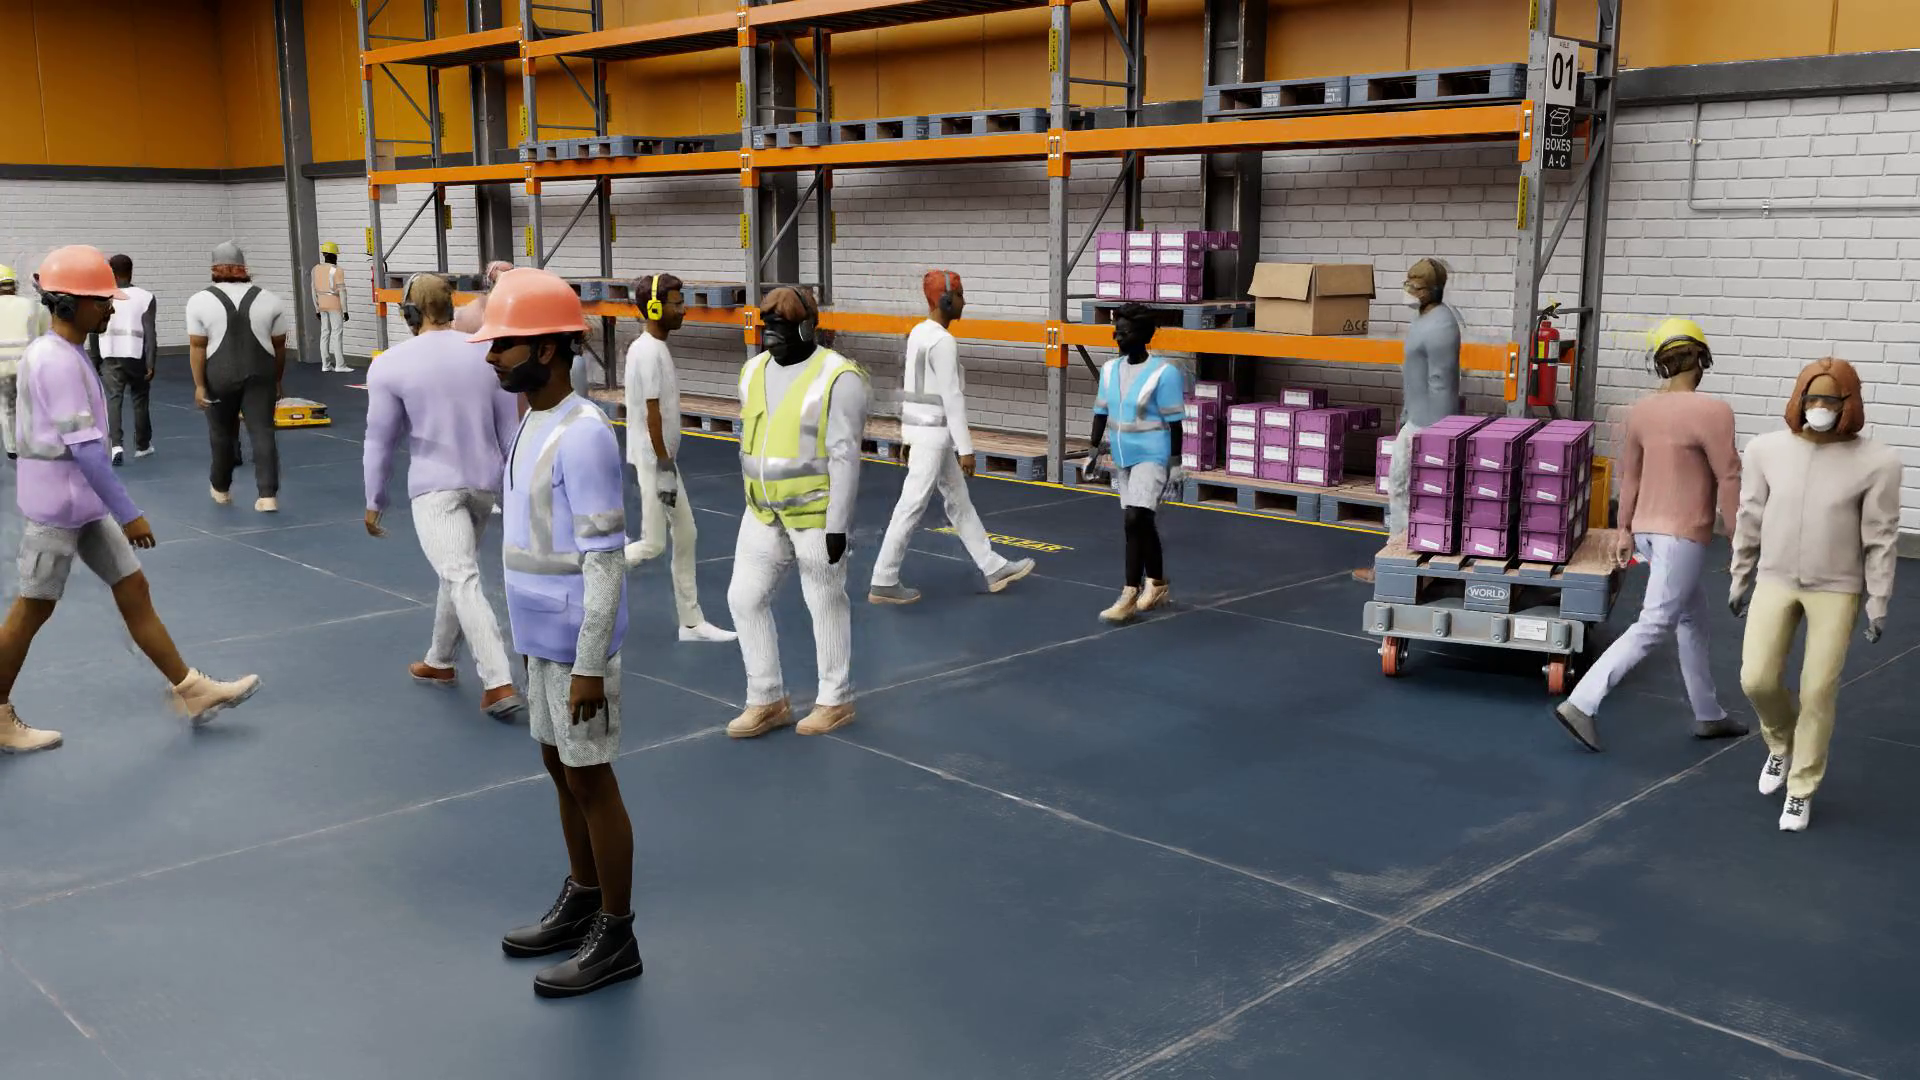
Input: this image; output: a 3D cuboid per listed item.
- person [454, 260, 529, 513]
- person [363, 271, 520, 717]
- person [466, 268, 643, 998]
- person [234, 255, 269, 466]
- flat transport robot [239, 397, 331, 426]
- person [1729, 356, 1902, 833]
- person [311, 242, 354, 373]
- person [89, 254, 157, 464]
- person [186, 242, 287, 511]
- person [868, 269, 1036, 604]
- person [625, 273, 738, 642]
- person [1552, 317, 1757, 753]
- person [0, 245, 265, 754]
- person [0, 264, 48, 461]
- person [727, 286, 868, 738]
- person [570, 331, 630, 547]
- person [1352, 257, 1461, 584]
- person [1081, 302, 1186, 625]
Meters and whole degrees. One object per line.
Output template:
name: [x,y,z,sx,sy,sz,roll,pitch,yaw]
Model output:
person: [-3.268,-1.051,11.781,0.985,1.863,0.668,8,13,36]
person: [-2.168,-0.202,7.126,0.647,1.882,1.041,-10,14,-43]
person: [-1.084,0.253,4.447,0.373,1.934,0.551,-6,12,-29]
person: [-6.287,-1.590,14.585,0.572,1.905,0.769,-3,11,-15]
flat transport robot: [-7.316,-1.385,17.927,0.652,0.197,1.431,-7,13,-35]
person: [2.892,0.182,5.668,0.514,1.616,0.378,8,13,37]
person: [-9.280,-3.436,24.589,0.594,1.924,0.382,4,11,22]
person: [-7.509,-1.626,14.917,0.604,1.866,1.008,-3,11,-14]
person: [-5.353,-1.245,12.334,0.686,2.000,1.032,-7,12,-32]
person: [-0.065,-0.557,9.146,1.003,1.827,0.611,-2,11,-12]
person: [-1.544,-0.378,8.147,0.796,1.850,0.522,0,10,-2]
person: [2.756,-0.020,6.558,0.887,1.702,0.547,-2,11,-11]
person: [-3.398,-0.147,6.506,1.096,1.974,0.607,-4,11,-19]
person: [-8.301,-1.532,14.638,0.598,1.781,0.964,-7,12,-32]
person: [-0.692,-0.090,6.623,0.655,1.819,0.645,7,12,33]
person: [-2.257,-0.564,9.802,0.417,1.612,0.501,-3,11,-15]
person: [2.738,-0.652,9.473,0.844,1.911,0.648,3,11,16]
person: [0.876,-0.400,8.723,0.722,1.668,0.534,-7,13,-35]
